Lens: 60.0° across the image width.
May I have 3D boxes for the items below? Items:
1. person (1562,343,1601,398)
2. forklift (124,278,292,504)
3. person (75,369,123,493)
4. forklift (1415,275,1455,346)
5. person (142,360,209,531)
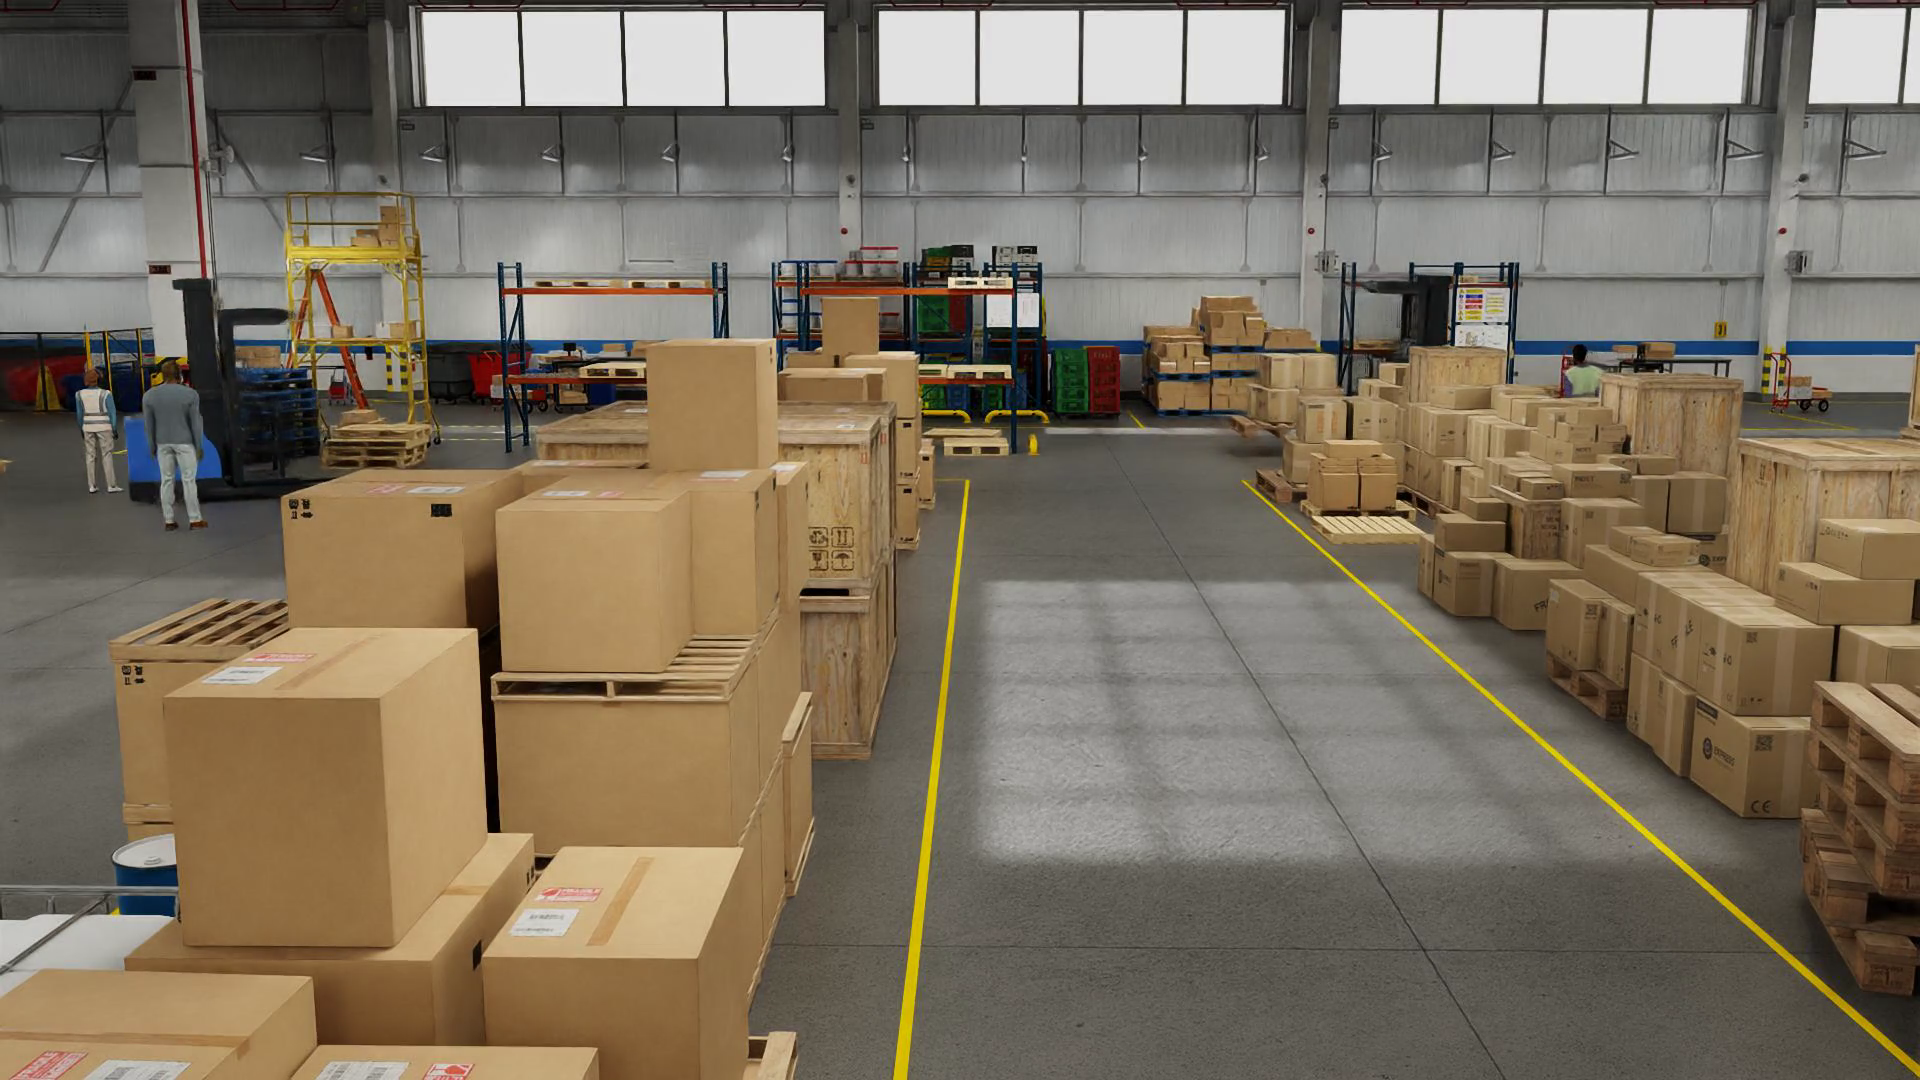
[{"bbox_3d":[8.752,-1.810,23.408,0.606,1.902,0.593,-2,10,-13],"label":"person"},{"bbox_3d":[-9.704,-1.946,21.293,1.873,2.768,1.129,-5,11,-27],"label":"forklift"},{"bbox_3d":[-11.340,-1.425,21.883,0.512,1.641,0.307,0,9,0],"label":"person"},{"bbox_3d":[7.511,-2.816,26.501,1.873,2.768,1.129,0,9,1],"label":"forklift"},{"bbox_3d":[-8.876,-1.062,18.820,0.629,1.937,0.377,-1,10,-4],"label":"person"}]
